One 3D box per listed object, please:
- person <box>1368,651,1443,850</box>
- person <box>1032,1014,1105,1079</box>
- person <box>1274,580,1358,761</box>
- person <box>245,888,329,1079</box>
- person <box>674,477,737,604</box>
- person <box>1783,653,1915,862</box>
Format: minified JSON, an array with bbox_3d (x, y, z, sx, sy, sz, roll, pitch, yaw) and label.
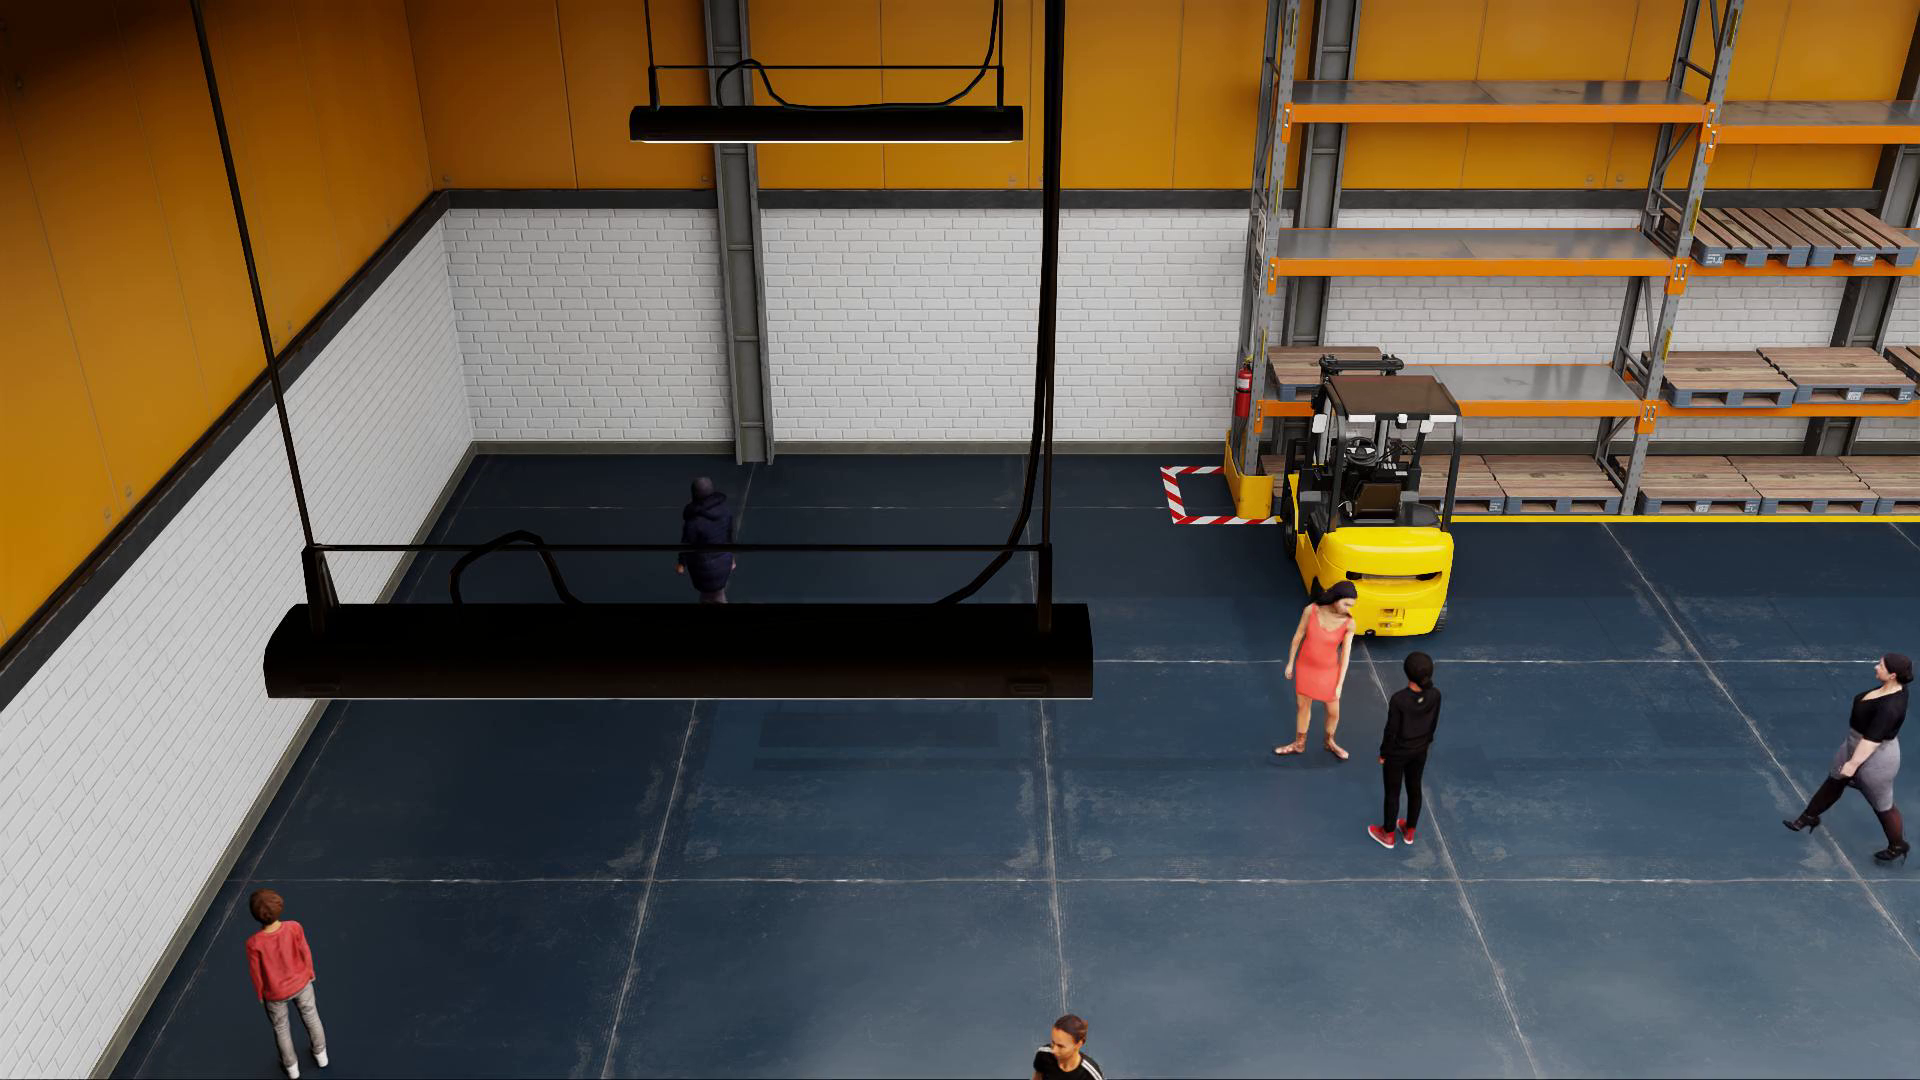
[{"bbox_3d":[3.333,1.558,12.387,0.547,1.674,0.711,-8,30,-15],"label":"person"},{"bbox_3d":[0.664,3.248,9.326,1.016,1.639,1.051,23,36,35],"label":"person"},{"bbox_3d":[2.827,1.031,13.337,0.691,1.690,0.868,23,36,36],"label":"person"},{"bbox_3d":[-4.225,2.775,10.425,0.560,1.418,0.645,-20,34,-32],"label":"person"},{"bbox_3d":[-2.165,0.247,14.839,1.166,1.627,1.012,17,33,29],"label":"person"},{"bbox_3d":[6.782,1.643,12.188,1.188,1.717,0.970,13,31,23],"label":"person"}]
